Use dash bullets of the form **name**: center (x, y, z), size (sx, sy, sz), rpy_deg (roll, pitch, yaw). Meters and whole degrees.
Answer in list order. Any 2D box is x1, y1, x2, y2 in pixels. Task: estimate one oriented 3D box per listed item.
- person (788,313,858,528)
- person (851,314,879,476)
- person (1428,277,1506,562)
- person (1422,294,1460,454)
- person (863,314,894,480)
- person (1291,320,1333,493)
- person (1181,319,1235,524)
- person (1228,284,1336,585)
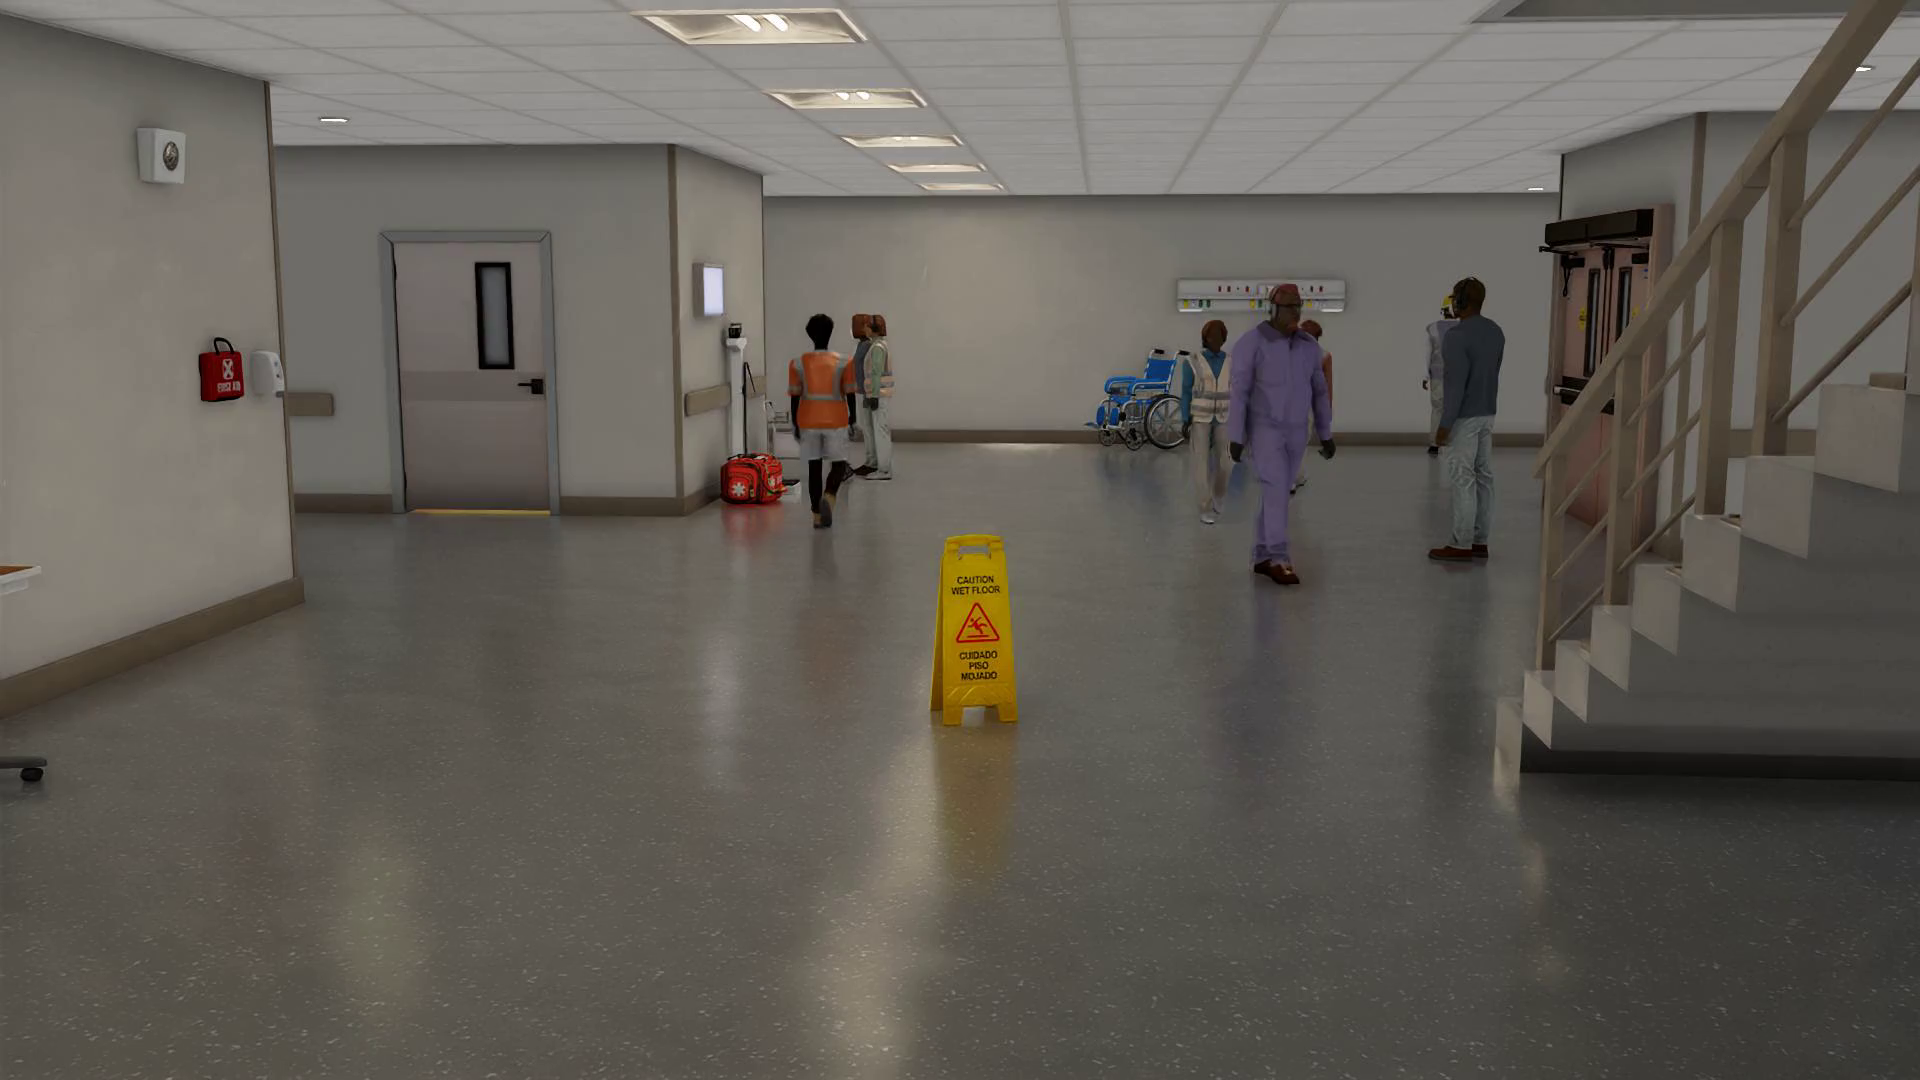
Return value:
- **person**: center (-1.060, -0.895, 12.752), size (0.542, 1.679, 0.629), rpy_deg (1, 8, 7)
- **person**: center (-0.961, -1.459, 16.757), size (0.267, 1.632, 0.507), rpy_deg (-2, 9, -11)
- **person**: center (3.458, -0.816, 11.356), size (0.627, 1.940, 0.371), rpy_deg (-8, 12, -43)
- **person**: center (5.578, -1.885, 18.980), size (0.601, 1.830, 0.404), rpy_deg (2, 9, 12)
- **person**: center (-0.806, -1.407, 16.422), size (0.315, 1.631, 0.519), rpy_deg (0, 8, -1)
- **person**: center (3.178, -1.238, 15.421), size (0.523, 1.571, 0.893), rpy_deg (4, 9, 23)
- **person**: center (1.999, -0.940, 13.260), size (0.519, 1.628, 0.411), rpy_deg (-1, 8, -5)
- **person**: center (2.089, -0.664, 10.498), size (0.671, 1.878, 0.776), rpy_deg (-5, 10, -28)
